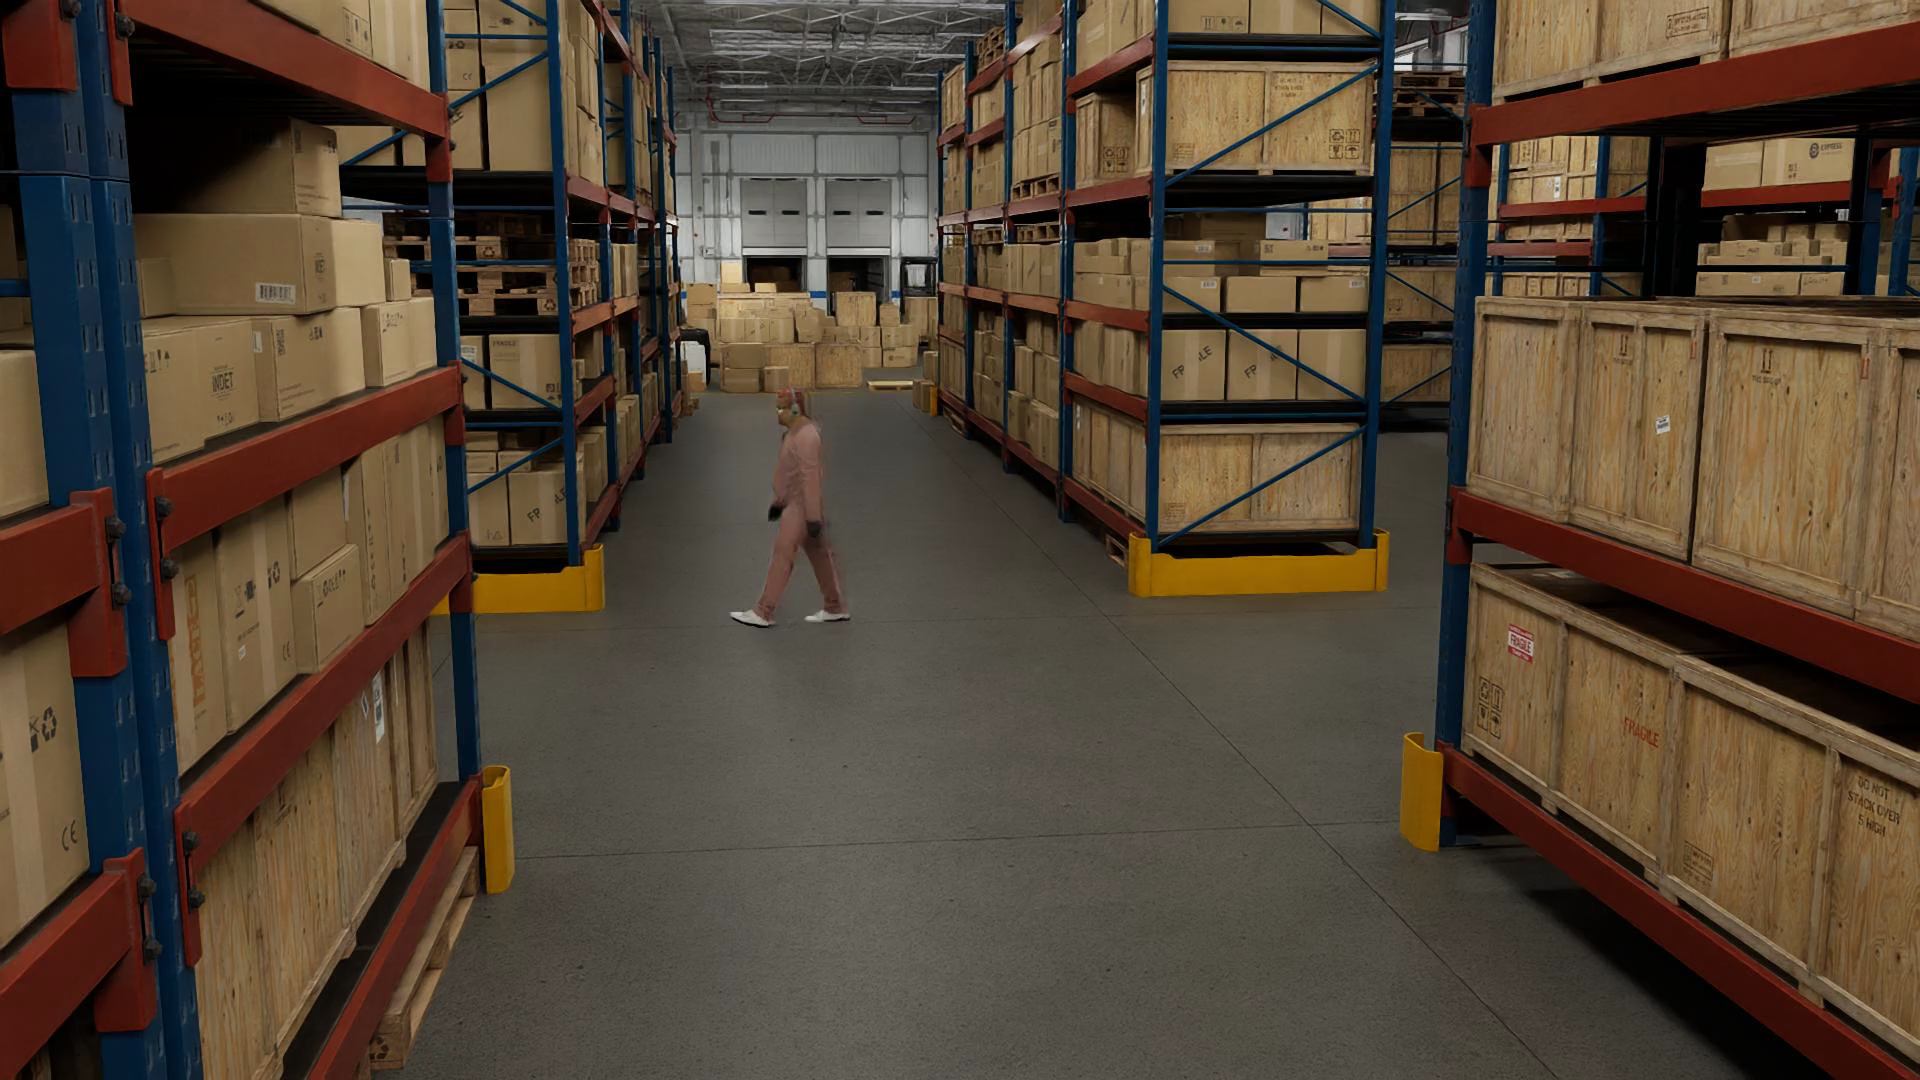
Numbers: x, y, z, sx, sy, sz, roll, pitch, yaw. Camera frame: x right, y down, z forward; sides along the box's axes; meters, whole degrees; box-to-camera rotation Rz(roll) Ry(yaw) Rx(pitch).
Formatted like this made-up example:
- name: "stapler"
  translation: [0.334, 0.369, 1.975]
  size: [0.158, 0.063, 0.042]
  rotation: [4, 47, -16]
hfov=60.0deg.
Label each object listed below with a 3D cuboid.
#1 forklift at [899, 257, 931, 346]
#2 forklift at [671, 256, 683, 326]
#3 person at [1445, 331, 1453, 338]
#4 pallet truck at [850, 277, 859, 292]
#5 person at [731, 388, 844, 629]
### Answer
- name: "forklift"
  translation: [-1.335, -7.260, 50.832]
  size: [1.129, 2.768, 1.873]
  rotation: [-2, 10, -10]
- name: "forklift"
  translation: [-11.356, -9.574, 64.303]
  size: [1.129, 2.768, 1.873]
  rotation: [-1, 10, -7]
- name: "person"
  translation: [9.930, -3.847, 33.805]
  size: [0.849, 1.915, 0.560]
  rotation: [3, 10, 18]
- name: "pallet truck"
  translation: [-3.782, -9.391, 65.808]
  size: [1.885, 1.965, 0.823]
  rotation: [2, 10, 10]
- name: "person"
  translation: [-1.346, -0.241, 12.940]
  size: [0.957, 1.864, 0.667]
  rotation: [-1, 10, -6]
